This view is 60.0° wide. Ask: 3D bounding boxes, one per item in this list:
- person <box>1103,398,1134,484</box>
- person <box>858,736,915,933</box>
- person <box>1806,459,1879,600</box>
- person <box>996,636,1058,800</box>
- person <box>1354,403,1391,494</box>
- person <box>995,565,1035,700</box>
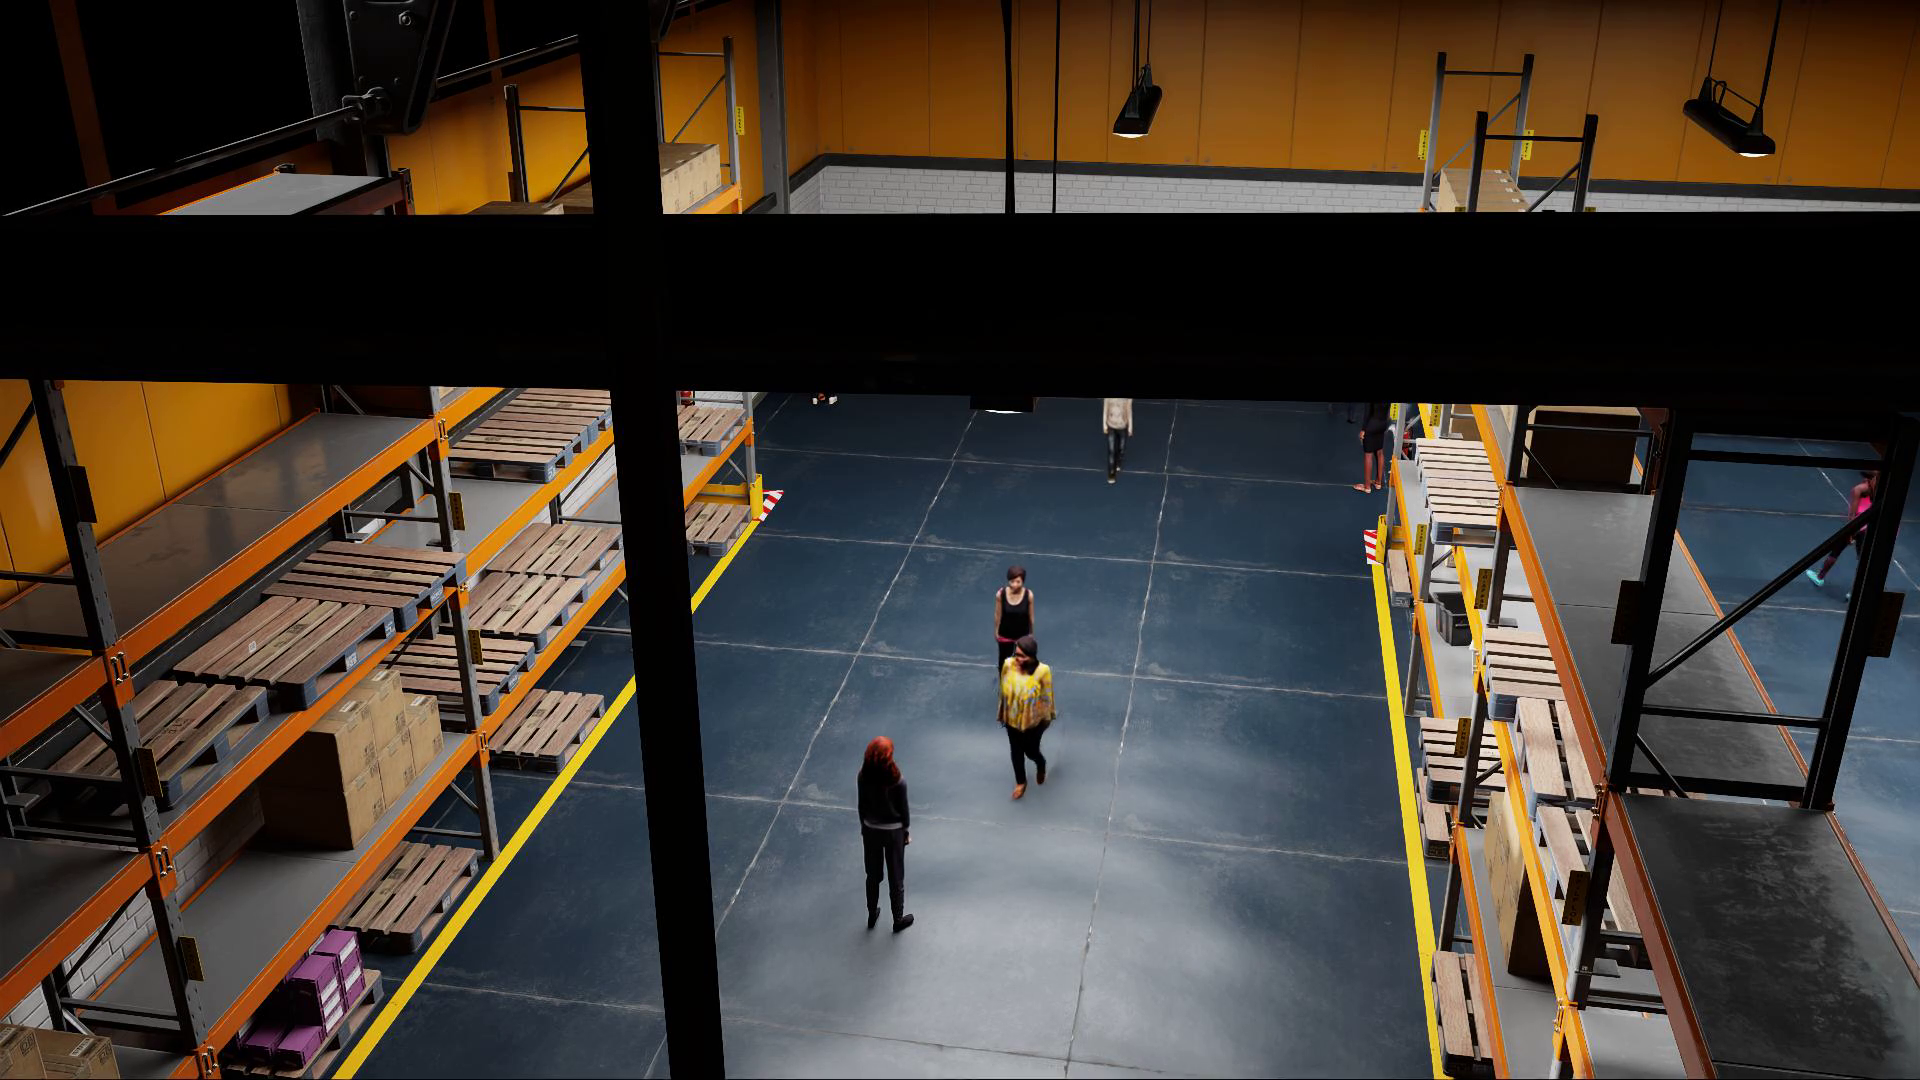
[{"bbox_3d":[2.157,-1.560,22.703,0.625,1.443,0.999,1,24,2],"label":"person"},{"bbox_3d":[-0.609,2.350,13.339,0.605,1.780,0.548,8,25,17],"label":"person"},{"bbox_3d":[10.324,-0.063,18.970,0.760,1.690,1.057,-4,24,-9],"label":"person"},{"bbox_3d":[0.628,1.590,15.243,0.809,1.647,0.851,11,26,24],"label":"person"},{"bbox_3d":[5.525,-1.485,22.186,0.665,1.720,0.720,-15,28,-31],"label":"person"},{"bbox_3d":[0.561,0.910,16.935,0.593,1.537,0.622,-1,24,-2],"label":"person"}]
